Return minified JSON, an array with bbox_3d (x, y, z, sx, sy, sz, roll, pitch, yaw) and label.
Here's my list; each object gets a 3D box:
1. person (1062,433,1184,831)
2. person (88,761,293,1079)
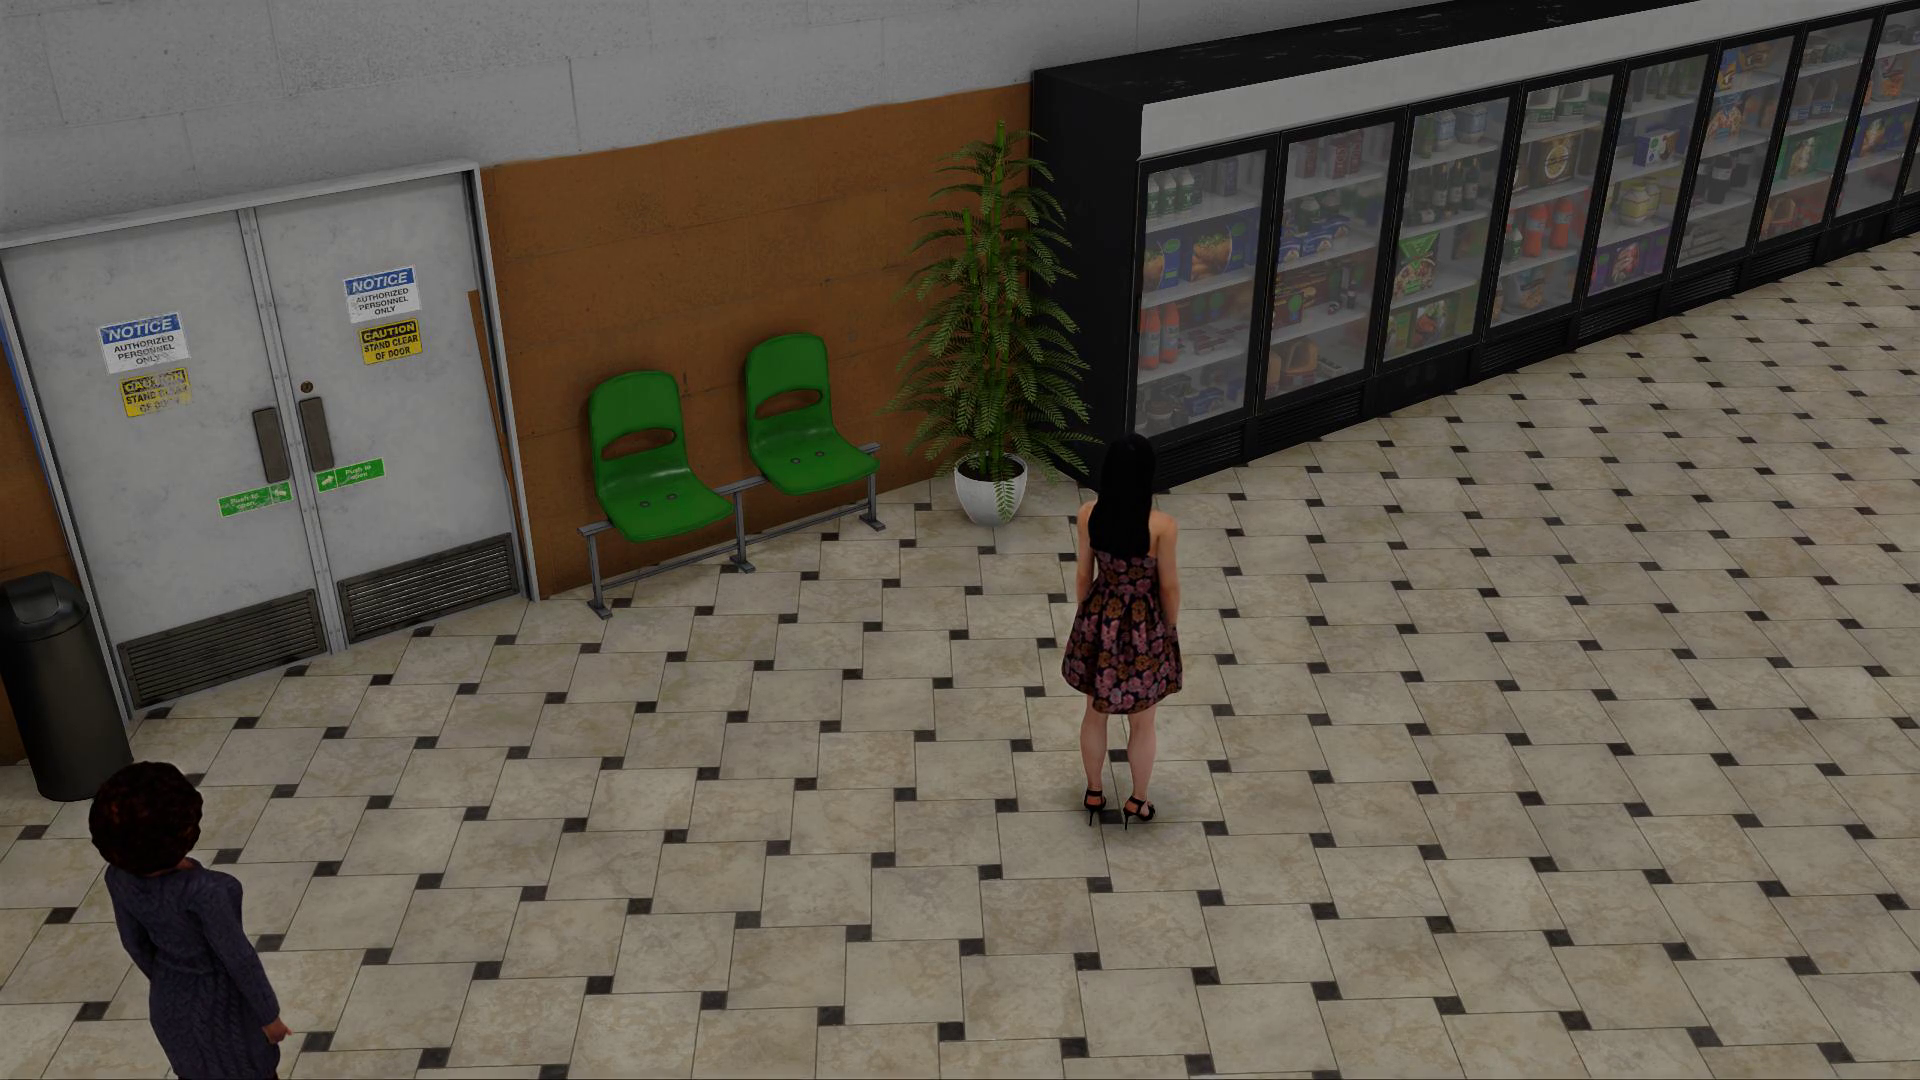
[{"bbox_3d":[0.654,0.385,6.627,0.782,1.774,0.859,11,30,19],"label":"person"},{"bbox_3d":[-2.201,1.382,4.867,0.634,1.710,0.728,10,30,18],"label":"person"}]
